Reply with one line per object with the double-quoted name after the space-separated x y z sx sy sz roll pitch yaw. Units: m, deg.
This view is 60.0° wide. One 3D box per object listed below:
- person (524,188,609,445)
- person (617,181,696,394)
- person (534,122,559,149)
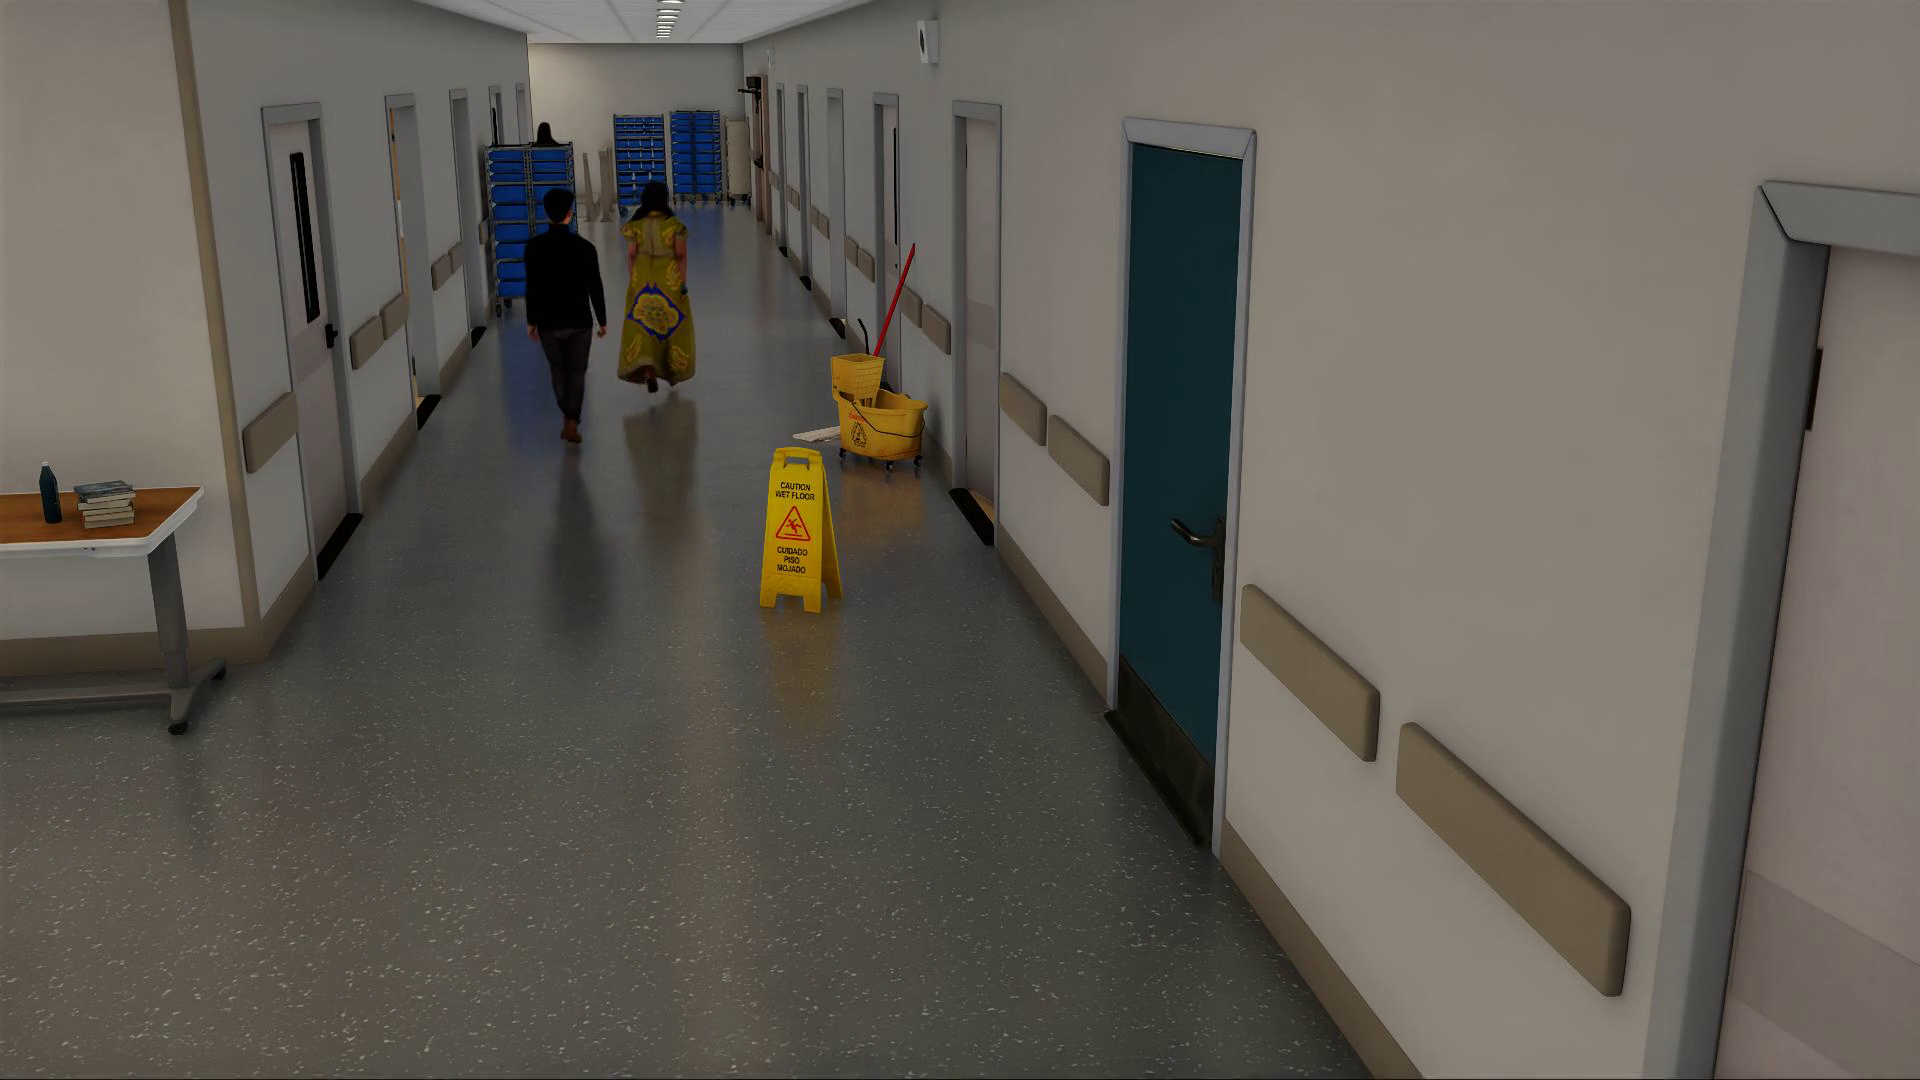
-2.663 -1.468 11.175 0.768 1.693 1.114 0 16 -1 "person"
-2.368 -1.929 12.929 0.791 1.628 1.278 -2 16 -7 "person"
-6.850 -6.118 27.730 0.628 1.658 0.578 -6 17 -21 "person"
